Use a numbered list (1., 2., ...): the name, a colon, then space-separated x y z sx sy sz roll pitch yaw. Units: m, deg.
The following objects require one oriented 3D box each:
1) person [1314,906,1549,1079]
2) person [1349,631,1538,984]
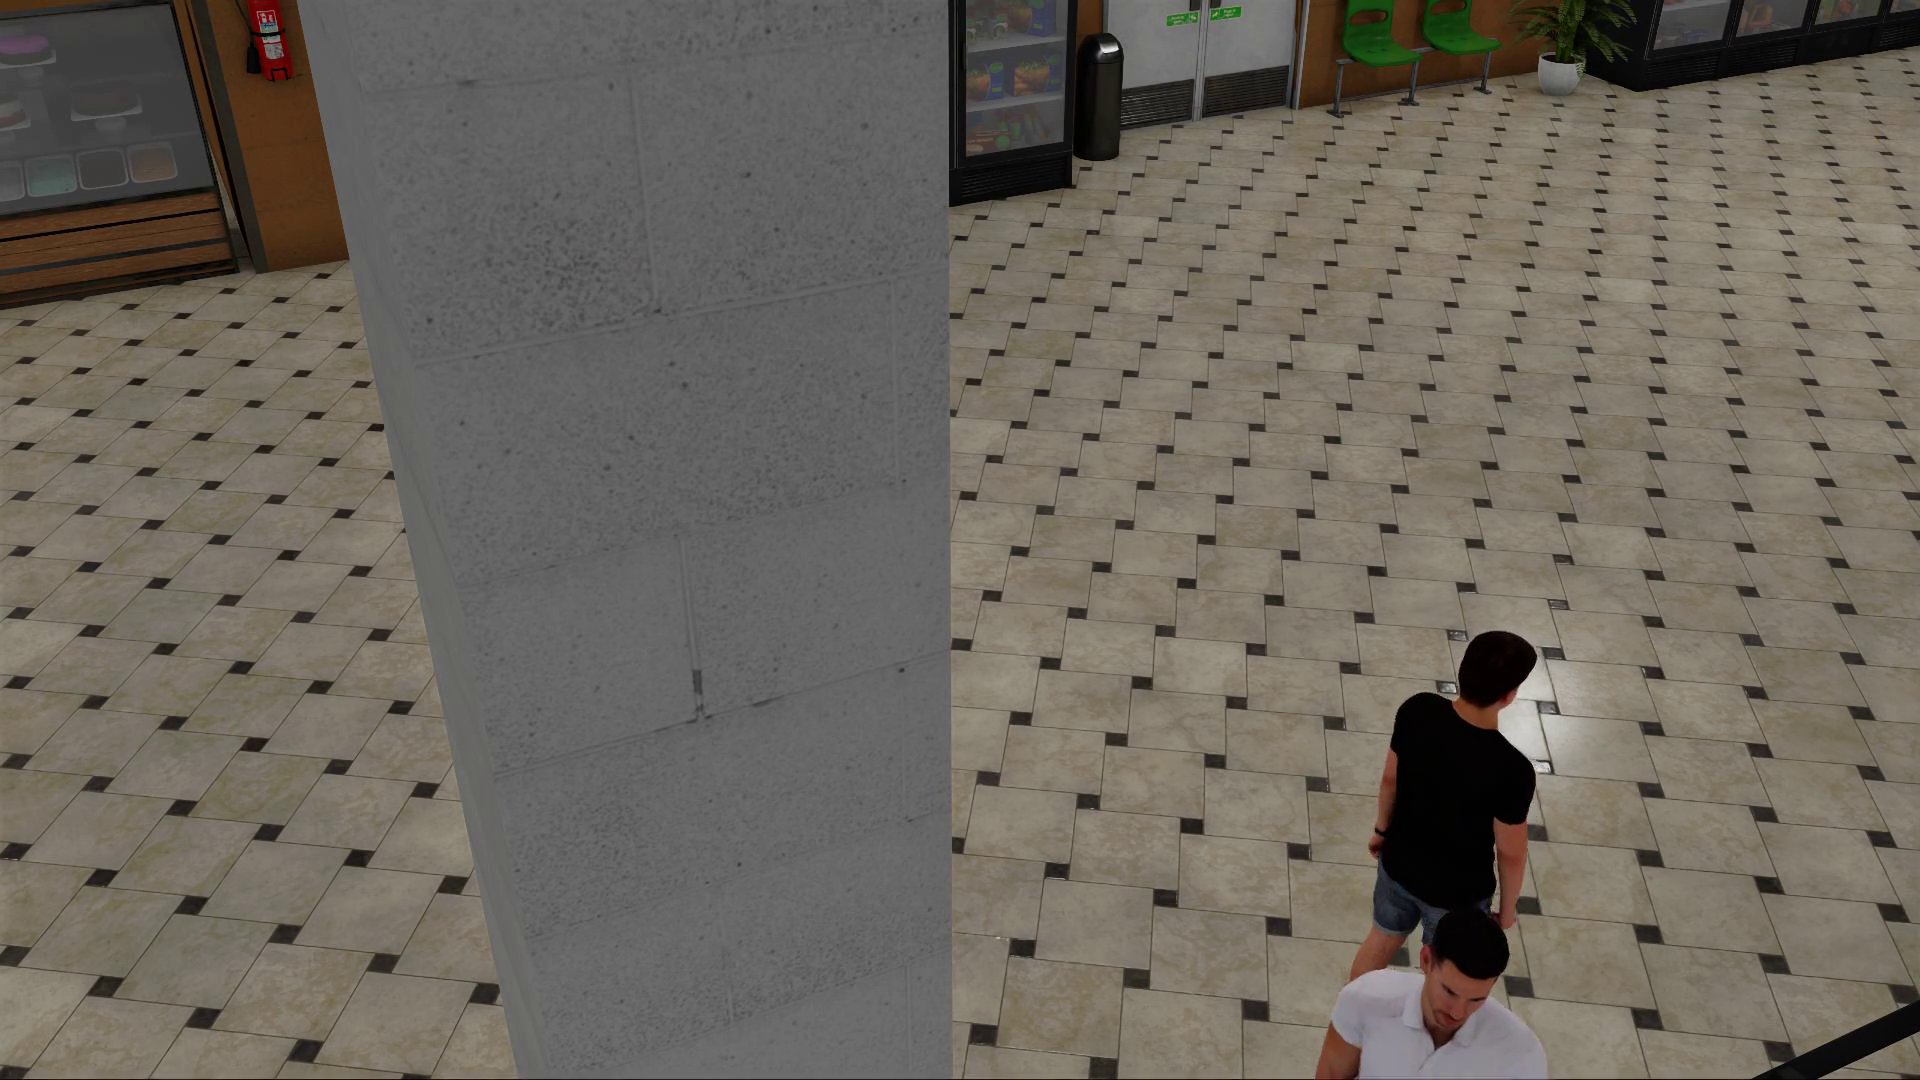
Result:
1. person: 1.212 1.611 4.420 1.256 1.800 1.141 23 38 32
2. person: 1.495 1.074 5.247 0.795 1.841 0.637 -26 40 -36
